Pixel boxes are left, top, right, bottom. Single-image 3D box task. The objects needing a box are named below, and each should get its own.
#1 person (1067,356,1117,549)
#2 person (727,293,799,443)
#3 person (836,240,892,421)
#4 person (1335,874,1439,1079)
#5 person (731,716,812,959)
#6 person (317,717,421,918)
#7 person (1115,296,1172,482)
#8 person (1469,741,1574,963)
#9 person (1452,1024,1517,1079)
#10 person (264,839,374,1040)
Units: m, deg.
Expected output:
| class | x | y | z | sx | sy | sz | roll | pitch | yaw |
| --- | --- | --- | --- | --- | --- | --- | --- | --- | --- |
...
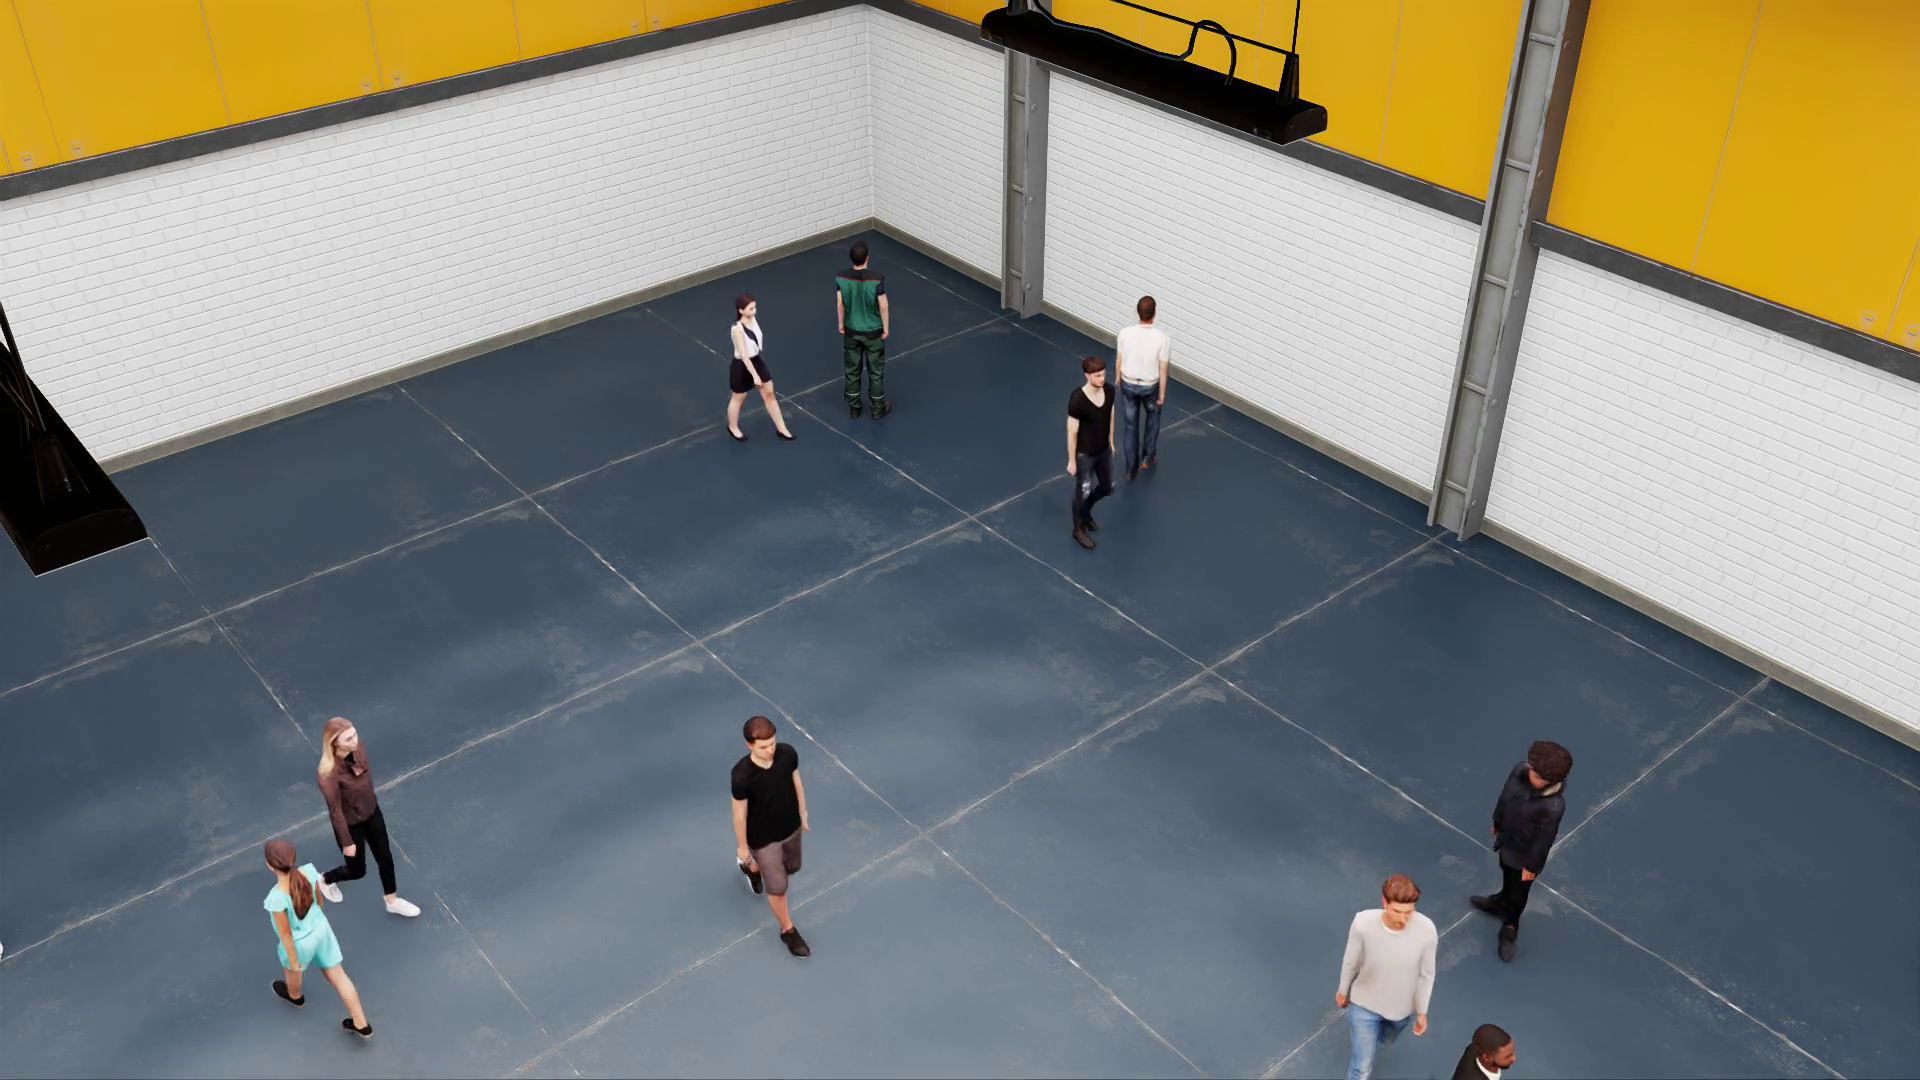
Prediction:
| class | x | y | z | sx | sy | sz | roll | pitch | yaw |
| --- | --- | --- | --- | --- | --- | --- | --- | --- | --- |
| person | 1.102 | -0.831 | 14.749 | 0.720 | 1.884 | 0.709 | -21 | 39 | -29 |
| person | -2.159 | -1.653 | 16.225 | 1.045 | 1.619 | 0.858 | 12 | 35 | 17 |
| person | -0.966 | -2.105 | 16.650 | 0.732 | 1.901 | 0.825 | 7 | 34 | 11 |
| person | 2.440 | 2.592 | 9.608 | 1.148 | 1.874 | 1.214 | 3 | 34 | 5 |
| person | -1.252 | 1.828 | 10.788 | 0.683 | 1.840 | 1.059 | -26 | 41 | -33 |
| person | -4.024 | 1.831 | 10.923 | 1.039 | 1.686 | 0.902 | 9 | 35 | 14 |
| person | 1.669 | -1.377 | 15.613 | 0.807 | 1.837 | 0.878 | 7 | 34 | 11 |
| person | 3.638 | 1.926 | 10.730 | 0.896 | 1.742 | 0.700 | -4 | 34 | -6 |
| person | 2.585 | 3.171 | 8.814 | 0.831 | 1.790 | 0.792 | 10 | 35 | 15 |
| person | -3.929 | 2.454 | 10.137 | 1.132 | 1.518 | 0.809 | 18 | 38 | 25 |
